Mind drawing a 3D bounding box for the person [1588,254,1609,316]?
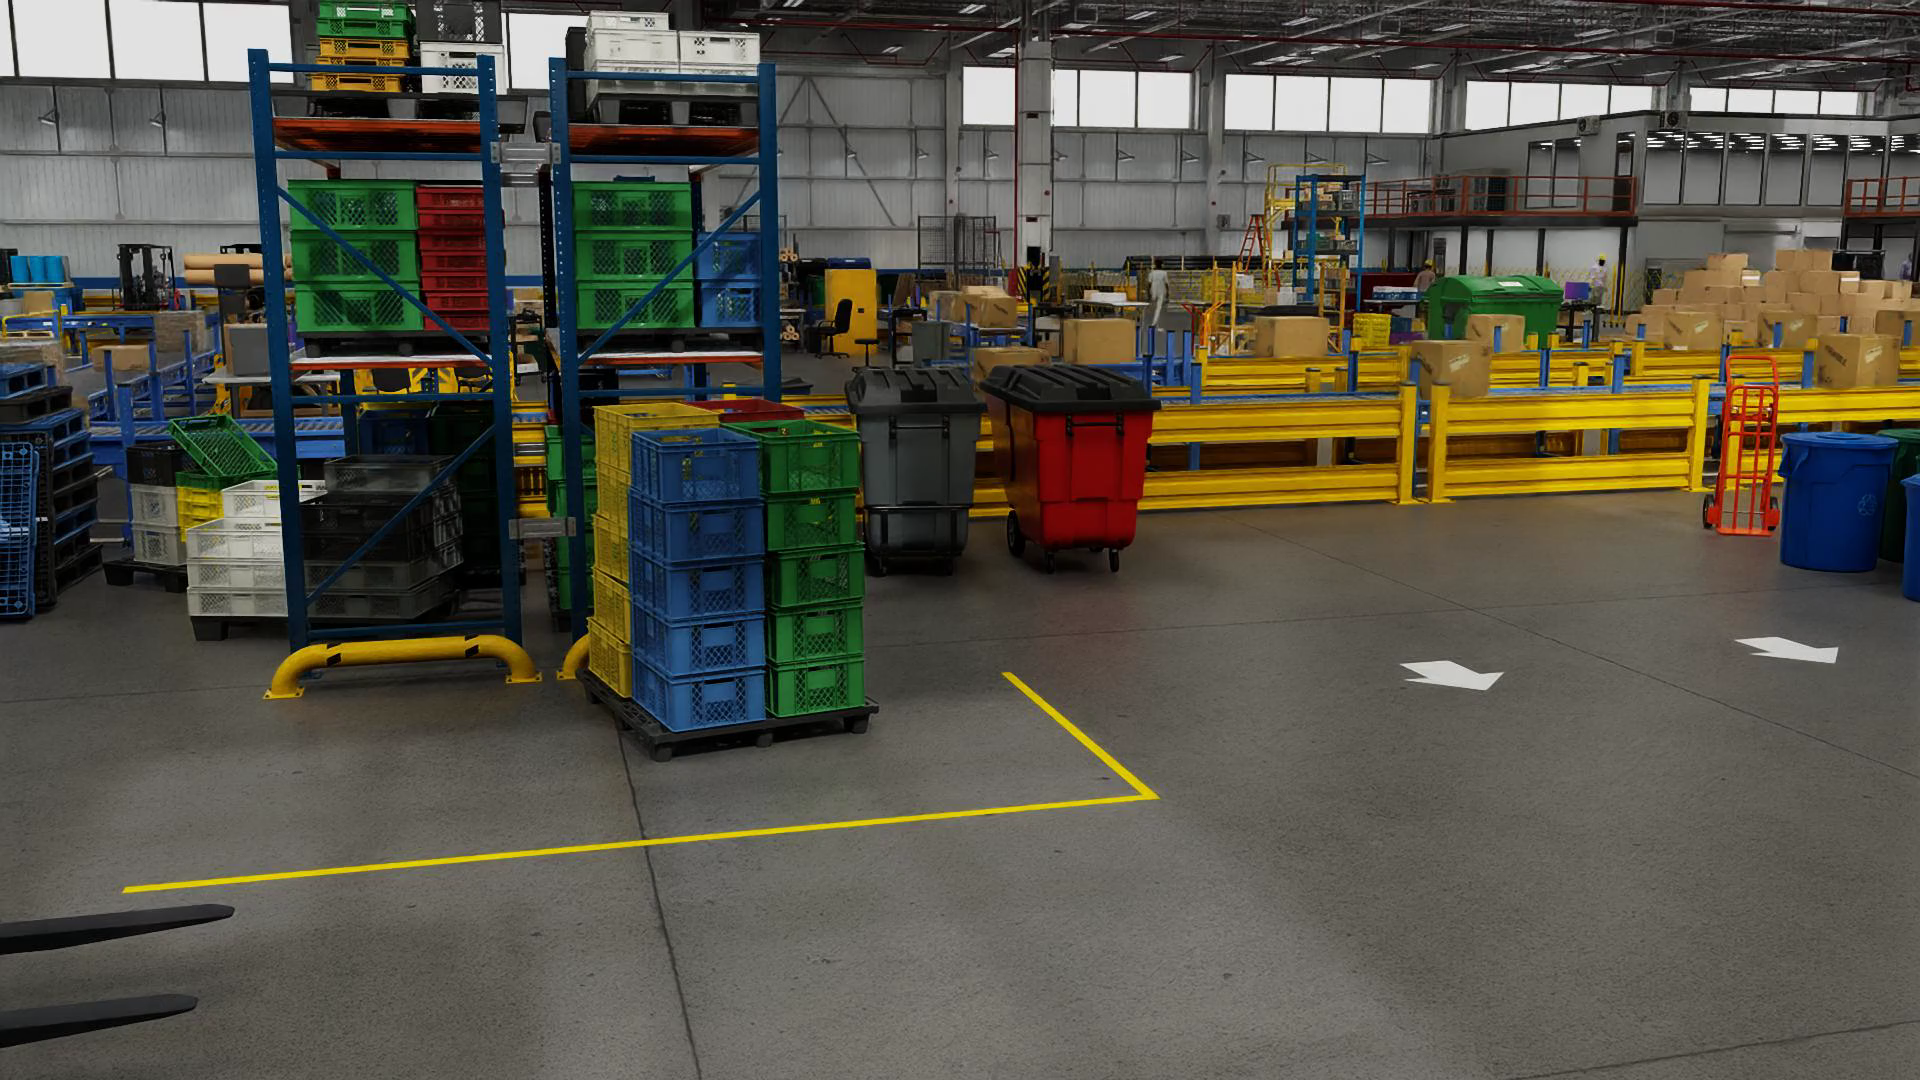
[{"bbox_3d":[19.541,-7.790,50.816,0.583,1.908,0.464,-3,11,-19],"label":"person"}]

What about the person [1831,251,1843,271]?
[{"bbox_3d":[22.980,-6.649,43.980,0.536,2.000,0.684,-10,14,-43],"label":"person"}]

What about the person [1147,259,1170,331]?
[{"bbox_3d":[4.918,-6.067,41.310,0.526,1.840,0.962,6,12,29],"label":"person"}]

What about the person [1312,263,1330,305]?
[{"bbox_3d":[11.080,-7.841,51.201,0.581,1.880,0.479,0,10,-3],"label":"person"}]

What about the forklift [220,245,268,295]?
[{"bbox_3d":[-17.749,-6.334,41.440,1.157,1.987,2.680,-3,10,-17],"label":"forklift"}]

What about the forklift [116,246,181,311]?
[{"bbox_3d":[-19.966,-6.232,40.894,1.157,1.987,2.680,-3,10,-15],"label":"forklift"}]

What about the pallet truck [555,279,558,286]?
[{"bbox_3d":[-10.604,-6.375,44.520,0.653,1.274,1.630,-3,10,-15],"label":"pallet truck"}]

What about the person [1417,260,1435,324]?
[{"bbox_3d":[12.677,-6.723,45.205,0.526,1.761,0.333,9,13,41],"label":"person"}]
